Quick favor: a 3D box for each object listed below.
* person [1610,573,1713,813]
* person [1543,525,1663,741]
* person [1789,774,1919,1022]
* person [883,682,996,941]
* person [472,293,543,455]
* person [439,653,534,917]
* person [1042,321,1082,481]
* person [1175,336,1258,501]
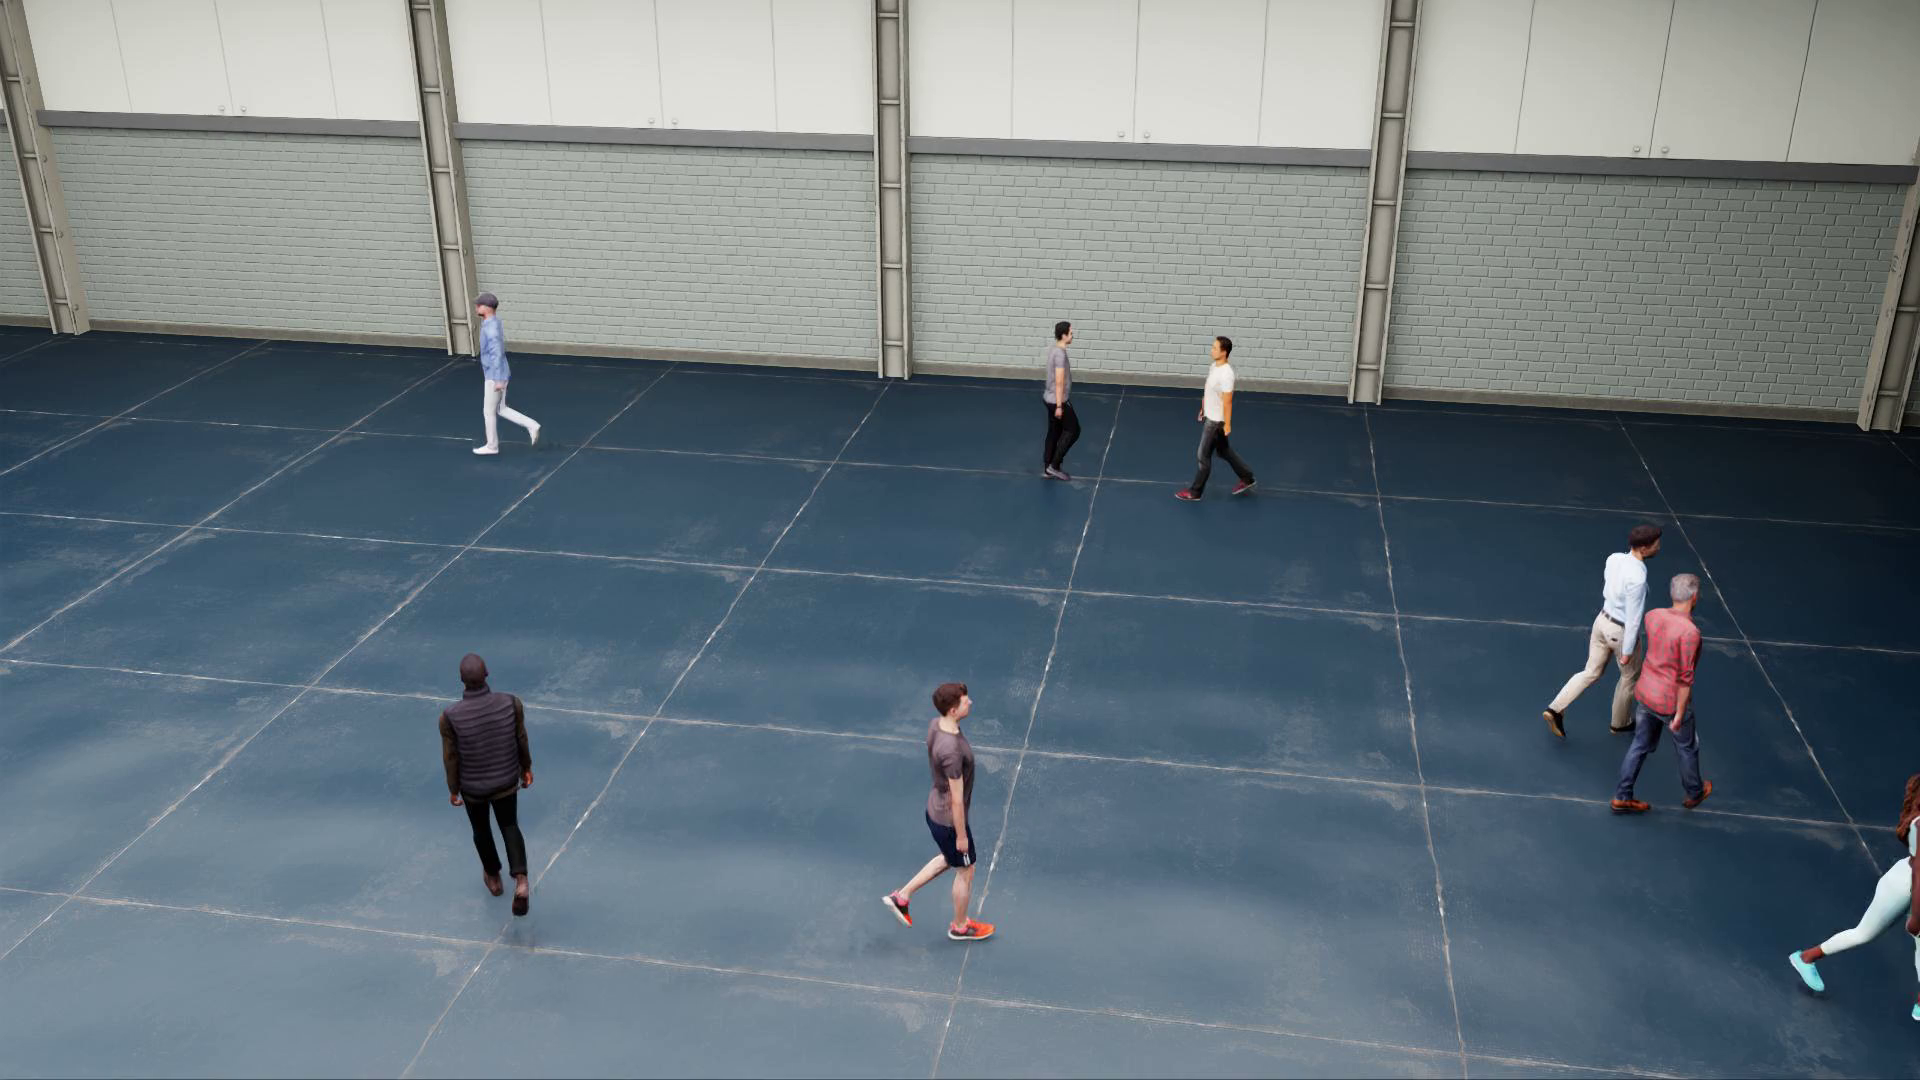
[{"bbox_3d":[4.901,1.127,11.770,1.149,1.790,0.992,-6,24,-13],"label":"person"},{"bbox_3d":[4.934,0.724,12.688,1.257,1.813,0.959,-6,24,-15],"label":"person"},{"bbox_3d":[5.446,2.047,9.742,1.243,1.684,0.954,17,28,34],"label":"person"},{"bbox_3d":[-0.139,1.722,10.313,1.042,1.837,0.859,-5,23,-10],"label":"person"},{"bbox_3d":[-5.145,-1.863,18.699,1.084,1.870,0.829,-3,23,-7],"label":"person"},{"bbox_3d":[-2.993,1.595,10.640,1.124,1.814,1.131,-12,26,-25],"label":"person"},{"bbox_3d":[0.974,-1.496,18.004,0.725,1.738,0.733,-2,23,-5],"label":"person"},{"bbox_3d":[2.782,-1.263,17.406,1.184,1.778,0.819,-1,23,-2],"label":"person"}]
